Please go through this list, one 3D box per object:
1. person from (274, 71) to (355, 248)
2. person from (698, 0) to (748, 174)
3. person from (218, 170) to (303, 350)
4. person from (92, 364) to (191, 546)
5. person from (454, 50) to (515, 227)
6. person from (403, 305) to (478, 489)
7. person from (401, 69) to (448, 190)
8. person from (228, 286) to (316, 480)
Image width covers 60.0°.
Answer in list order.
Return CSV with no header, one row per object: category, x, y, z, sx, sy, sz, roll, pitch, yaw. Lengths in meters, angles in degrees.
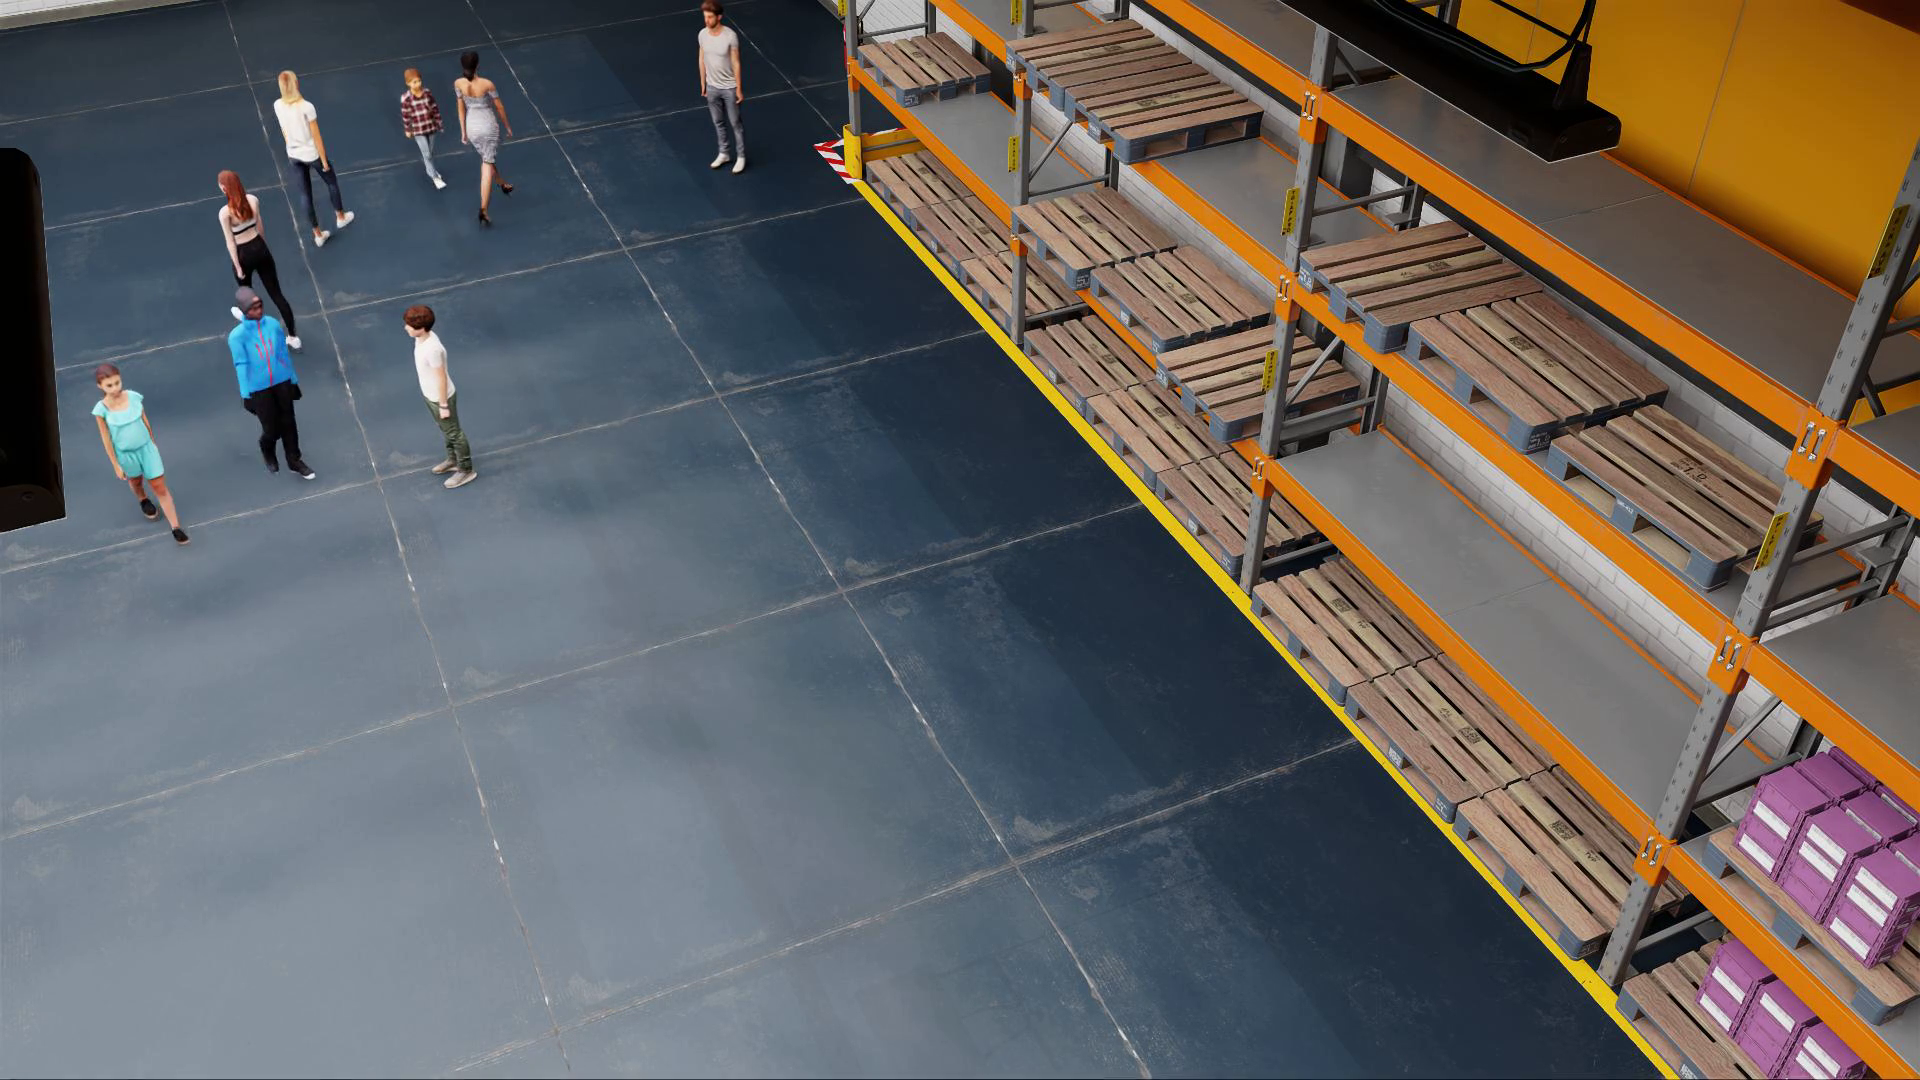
person,-6.579,-3.777,16.657,0.881,1.789,0.998,3,39,4
person,-2.562,-4.934,18.025,0.742,1.889,0.803,13,40,16
person,-6.371,-2.516,15.157,1.262,1.689,1.019,24,44,27
person,-6.512,-0.716,13.042,0.745,1.517,1.124,-28,46,-30
person,-4.913,-4.077,17.047,1.017,1.770,1.167,7,39,9
person,-4.227,-1.185,13.520,0.651,1.654,0.505,-21,43,-24
person,-5.802,-4.464,17.926,0.695,1.277,0.894,-30,47,-32
person,-5.676,-1.279,13.533,0.848,1.783,0.782,26,46,29
